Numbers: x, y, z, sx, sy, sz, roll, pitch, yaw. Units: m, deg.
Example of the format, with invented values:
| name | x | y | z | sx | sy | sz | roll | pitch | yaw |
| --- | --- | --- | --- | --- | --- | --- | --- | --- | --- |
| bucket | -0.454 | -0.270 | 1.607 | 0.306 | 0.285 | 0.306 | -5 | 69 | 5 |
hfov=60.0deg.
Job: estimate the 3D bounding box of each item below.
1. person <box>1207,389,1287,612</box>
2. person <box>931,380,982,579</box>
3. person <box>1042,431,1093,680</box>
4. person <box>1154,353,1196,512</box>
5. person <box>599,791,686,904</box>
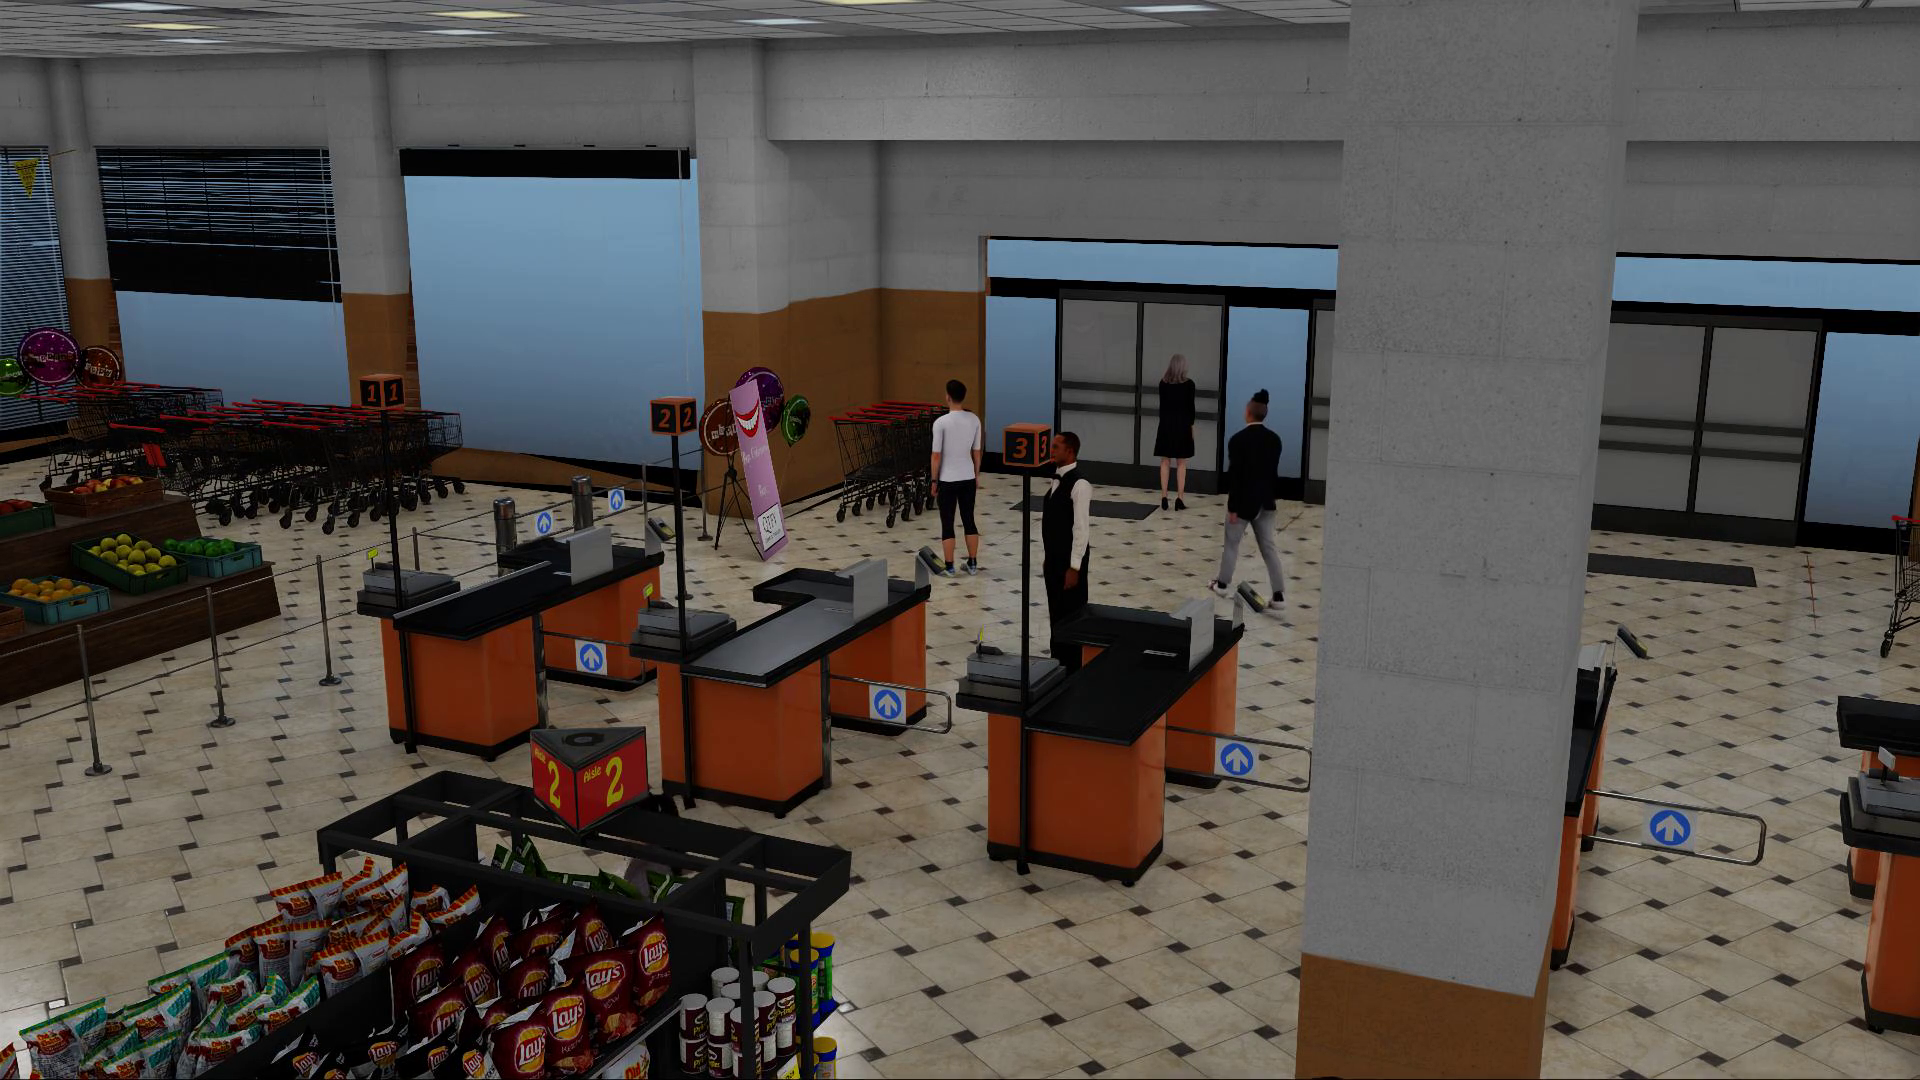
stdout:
| name | x | y | z | sx | sy | sz | roll | pitch | yaw |
| --- | --- | --- | --- | --- | --- | --- | --- | --- | --- |
| person | 2.586 | -0.294 | 14.288 | 1.280 | 1.898 | 1.301 | -6 | 15 | -23 |
| person | -0.022 | -0.576 | 15.557 | 0.693 | 1.848 | 0.792 | -7 | 15 | -28 |
| person | 0.801 | 0.126 | 12.509 | 0.819 | 1.919 | 0.772 | -6 | 15 | -22 |
| person | 2.375 | -1.197 | 18.334 | 0.631 | 1.745 | 0.607 | 4 | 14 | 15 |
| person | -1.099 | 1.731 | 6.443 | 0.809 | 1.659 | 0.716 | -1 | 14 | -6 |
